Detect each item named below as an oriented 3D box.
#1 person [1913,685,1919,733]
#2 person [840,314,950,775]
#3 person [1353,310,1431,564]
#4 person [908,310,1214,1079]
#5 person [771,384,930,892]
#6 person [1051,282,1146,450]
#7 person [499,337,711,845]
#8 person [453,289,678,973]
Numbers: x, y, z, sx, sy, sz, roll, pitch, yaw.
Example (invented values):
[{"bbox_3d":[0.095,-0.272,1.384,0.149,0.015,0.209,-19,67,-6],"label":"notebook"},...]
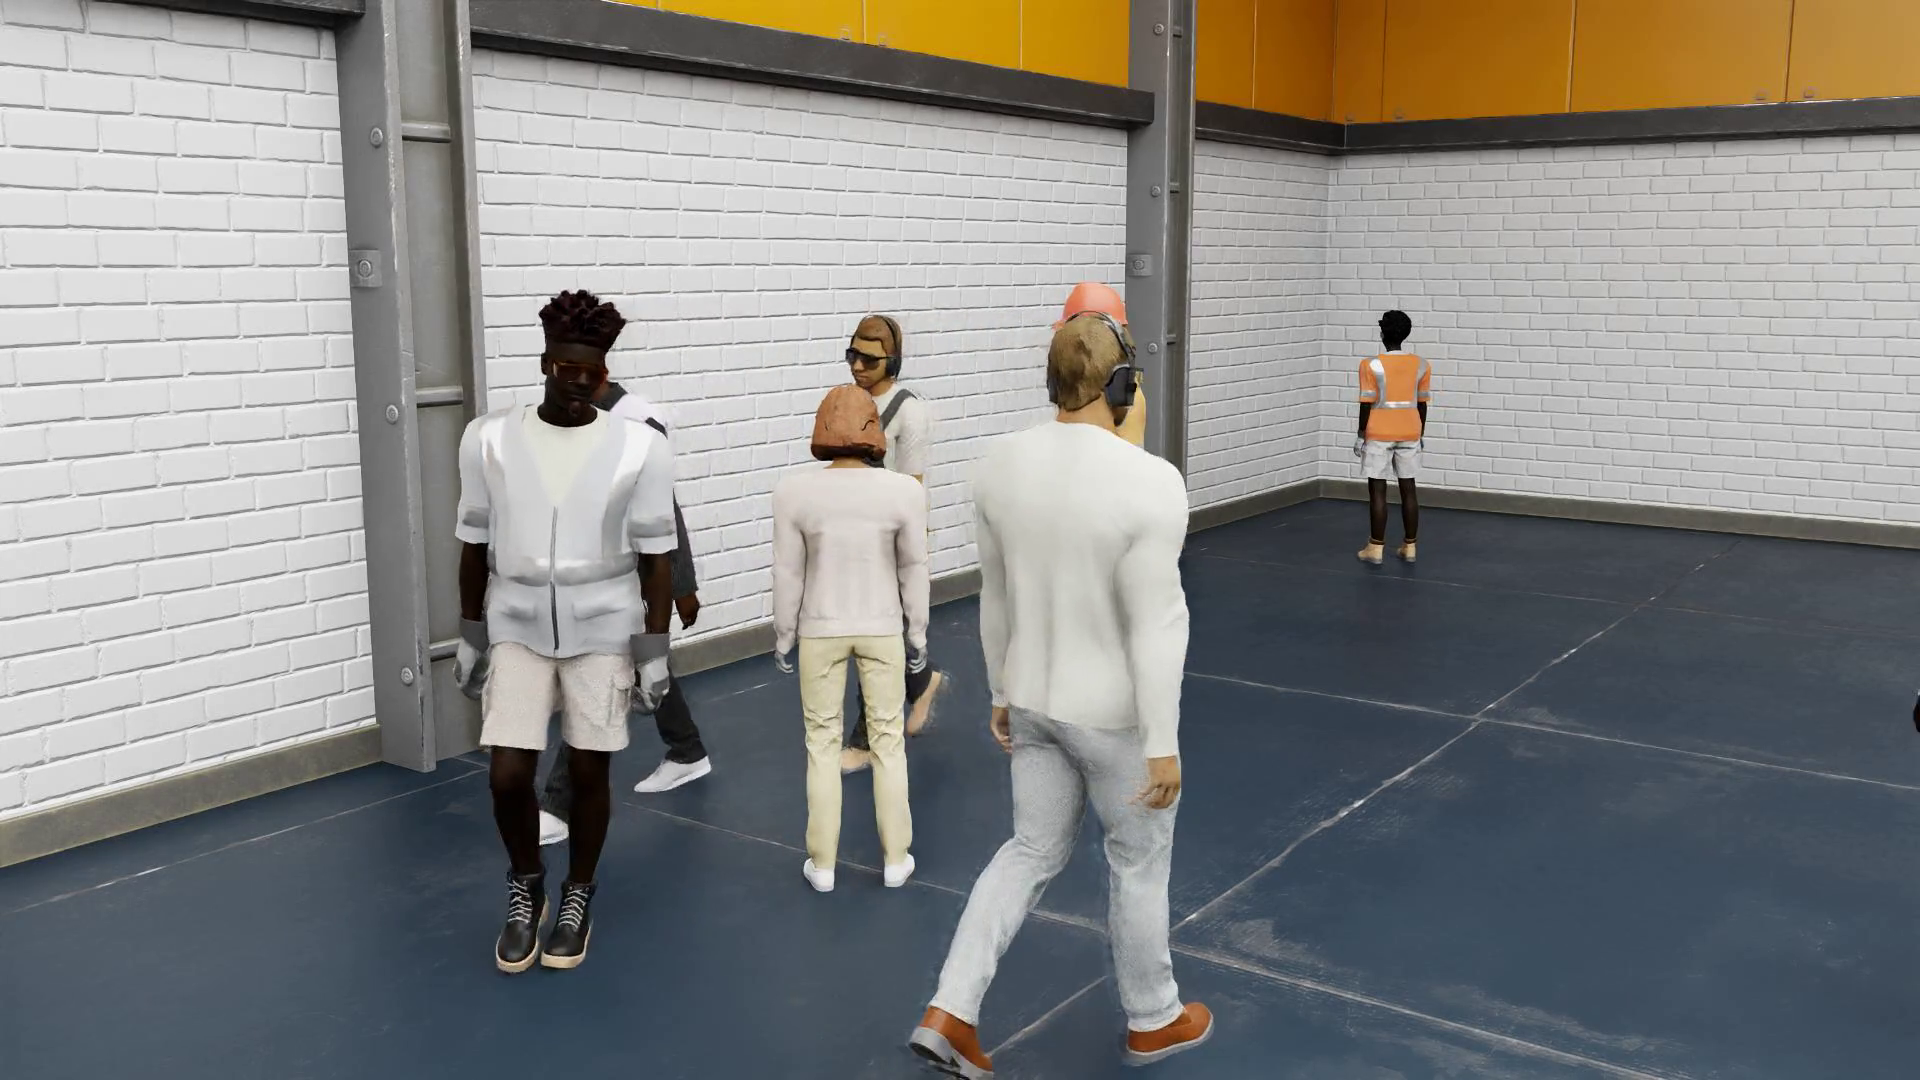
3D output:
[{"bbox_3d":[2.728,0.386,4.214,0.792,1.877,0.695,-3,10,-20],"label":"person"},{"bbox_3d":[-0.284,0.016,6.591,0.563,1.825,0.557,-8,12,-39],"label":"person"},{"bbox_3d":[2.890,-0.688,11.156,0.540,1.695,0.317,-2,10,-15],"label":"person"},{"bbox_3d":[0.279,0.405,4.015,0.858,1.915,0.644,-9,13,-43],"label":"person"},{"bbox_3d":[-0.350,0.318,5.356,0.507,1.631,0.274,-1,10,-6],"label":"person"},{"bbox_3d":[0.530,-0.052,6.652,0.355,1.939,0.543,-3,10,-19],"label":"person"},{"bbox_3d":[-1.272,0.108,5.970,0.662,1.850,1.044,8,13,41],"label":"person"},{"bbox_3d":[-1.112,0.278,4.671,0.649,1.940,0.498,-1,10,-4],"label":"person"}]
